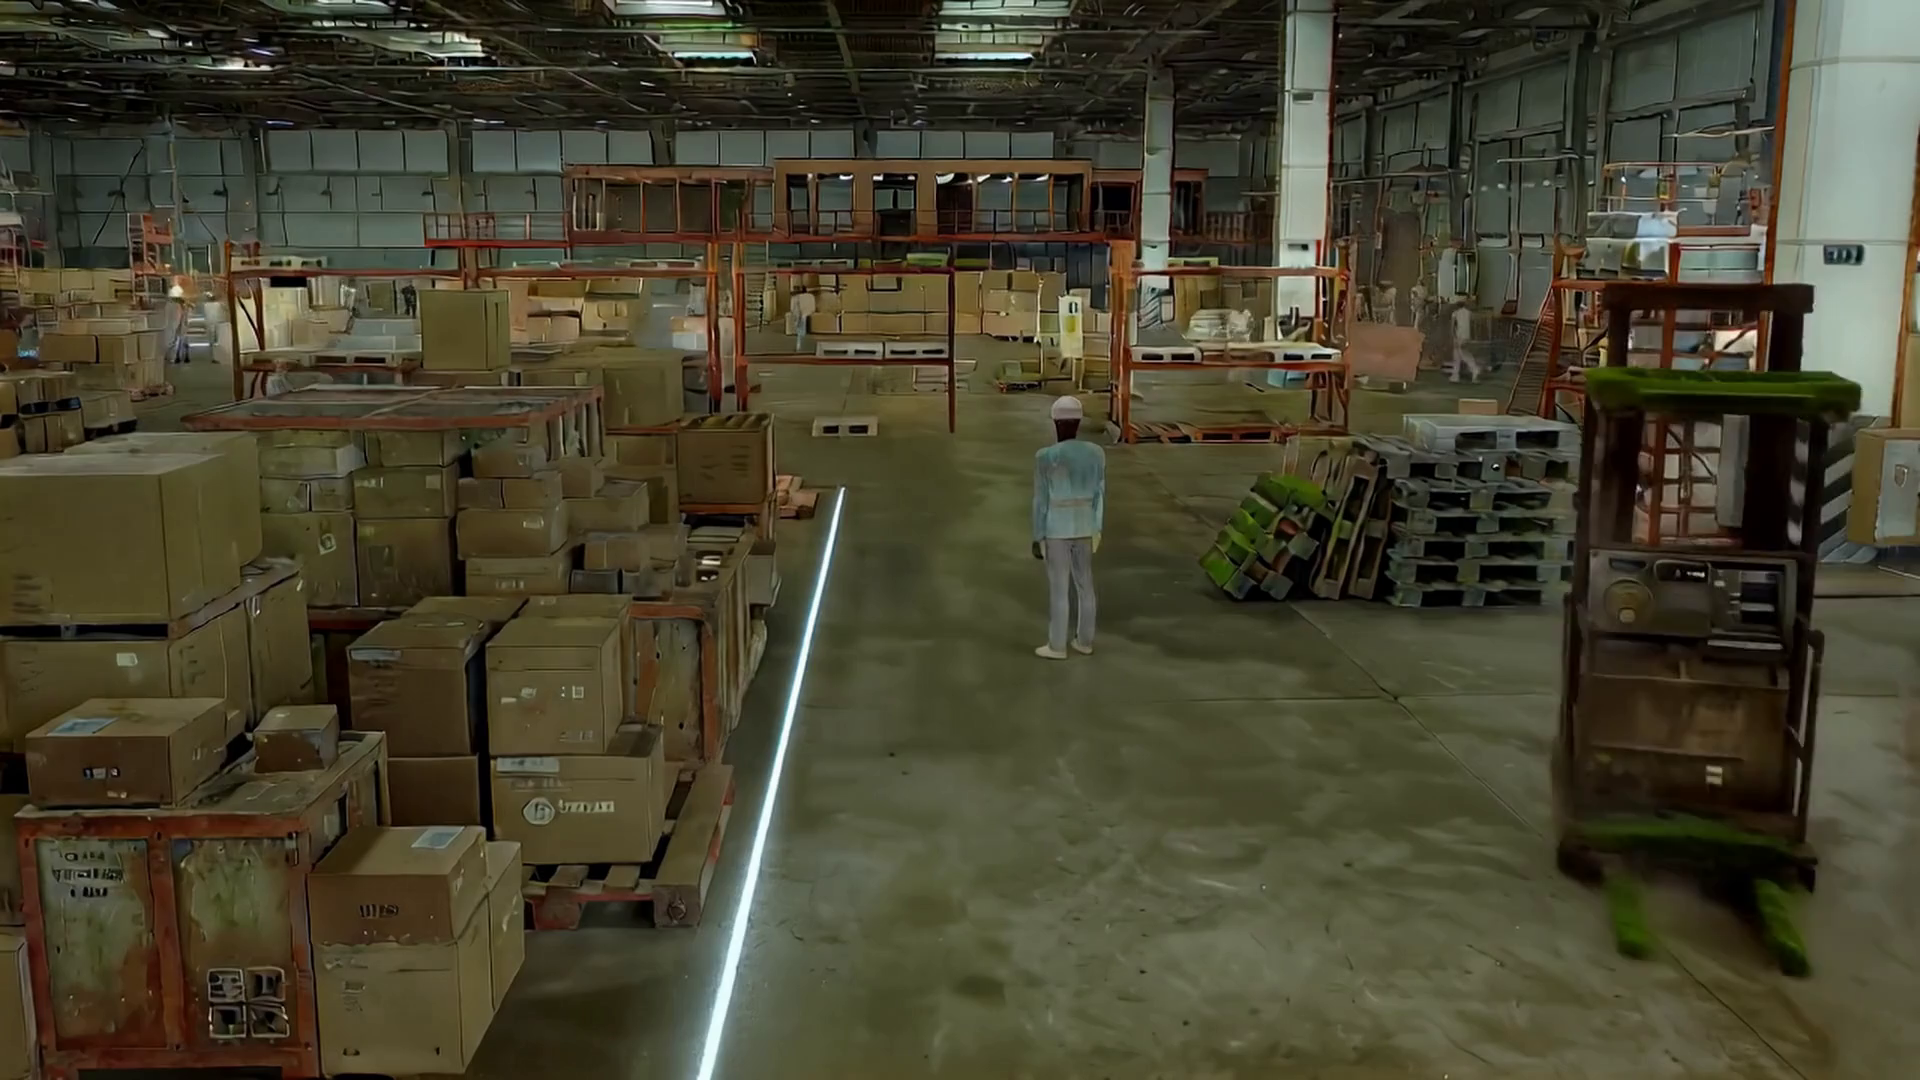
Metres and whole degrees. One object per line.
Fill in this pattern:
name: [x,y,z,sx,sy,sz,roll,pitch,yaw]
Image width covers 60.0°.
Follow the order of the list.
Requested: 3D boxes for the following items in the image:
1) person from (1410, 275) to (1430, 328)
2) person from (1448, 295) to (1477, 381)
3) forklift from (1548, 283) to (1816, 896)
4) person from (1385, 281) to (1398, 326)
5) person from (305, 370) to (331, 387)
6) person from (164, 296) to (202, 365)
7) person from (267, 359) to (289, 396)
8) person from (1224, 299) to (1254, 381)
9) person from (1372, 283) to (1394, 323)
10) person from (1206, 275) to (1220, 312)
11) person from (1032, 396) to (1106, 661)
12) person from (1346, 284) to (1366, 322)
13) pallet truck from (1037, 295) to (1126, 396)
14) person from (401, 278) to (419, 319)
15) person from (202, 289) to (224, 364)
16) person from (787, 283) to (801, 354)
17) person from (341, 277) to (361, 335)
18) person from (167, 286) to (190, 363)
person: [14.926,-7.608,53.971,0.603,1.944,0.391,2,10,12]
person: [10.930,-4.377,36.121,0.631,1.889,0.711,-4,11,-23]
forklift: [3.678,0.096,8.446,1.129,2.768,1.873,3,11,17]
person: [14.435,-7.827,55.801,0.539,1.714,0.418,1,10,6]
person: [-5.581,-0.559,14.762,0.645,1.924,0.605,7,12,32]
person: [-19.308,-5.170,41.077,0.902,1.699,0.539,-4,11,-20]
person: [-8.320,-1.396,20.329,0.341,1.621,0.555,-5,11,-25]
person: [6.115,-4.370,36.386,0.626,1.795,0.979,5,11,26]
person: [11.814,-6.229,46.446,0.610,1.891,0.794,2,10,11]
person: [10.872,-10.785,71.564,0.612,1.986,0.407,3,11,17]
person: [0.780,-0.084,12.103,0.592,1.926,0.366,-6,12,-31]
person: [11.288,-6.358,47.293,0.429,1.842,0.636,-8,13,-38]
pallet truck: [2.483,-3.881,33.060,1.885,1.965,0.823,-7,13,-36]
person: [-17.482,-7.368,52.842,0.531,1.870,0.318,-3,10,-14]
person: [-18.675,-5.347,41.639,0.539,1.853,0.664,1,10,8]
person: [-4.421,-5.869,44.341,0.367,1.932,0.622,-5,11,-24]
person: [-18.616,-7.047,50.824,0.614,1.949,0.481,8,13,39]
person: [-19.518,-5.375,41.538,0.551,1.942,0.344,-1,10,-5]
